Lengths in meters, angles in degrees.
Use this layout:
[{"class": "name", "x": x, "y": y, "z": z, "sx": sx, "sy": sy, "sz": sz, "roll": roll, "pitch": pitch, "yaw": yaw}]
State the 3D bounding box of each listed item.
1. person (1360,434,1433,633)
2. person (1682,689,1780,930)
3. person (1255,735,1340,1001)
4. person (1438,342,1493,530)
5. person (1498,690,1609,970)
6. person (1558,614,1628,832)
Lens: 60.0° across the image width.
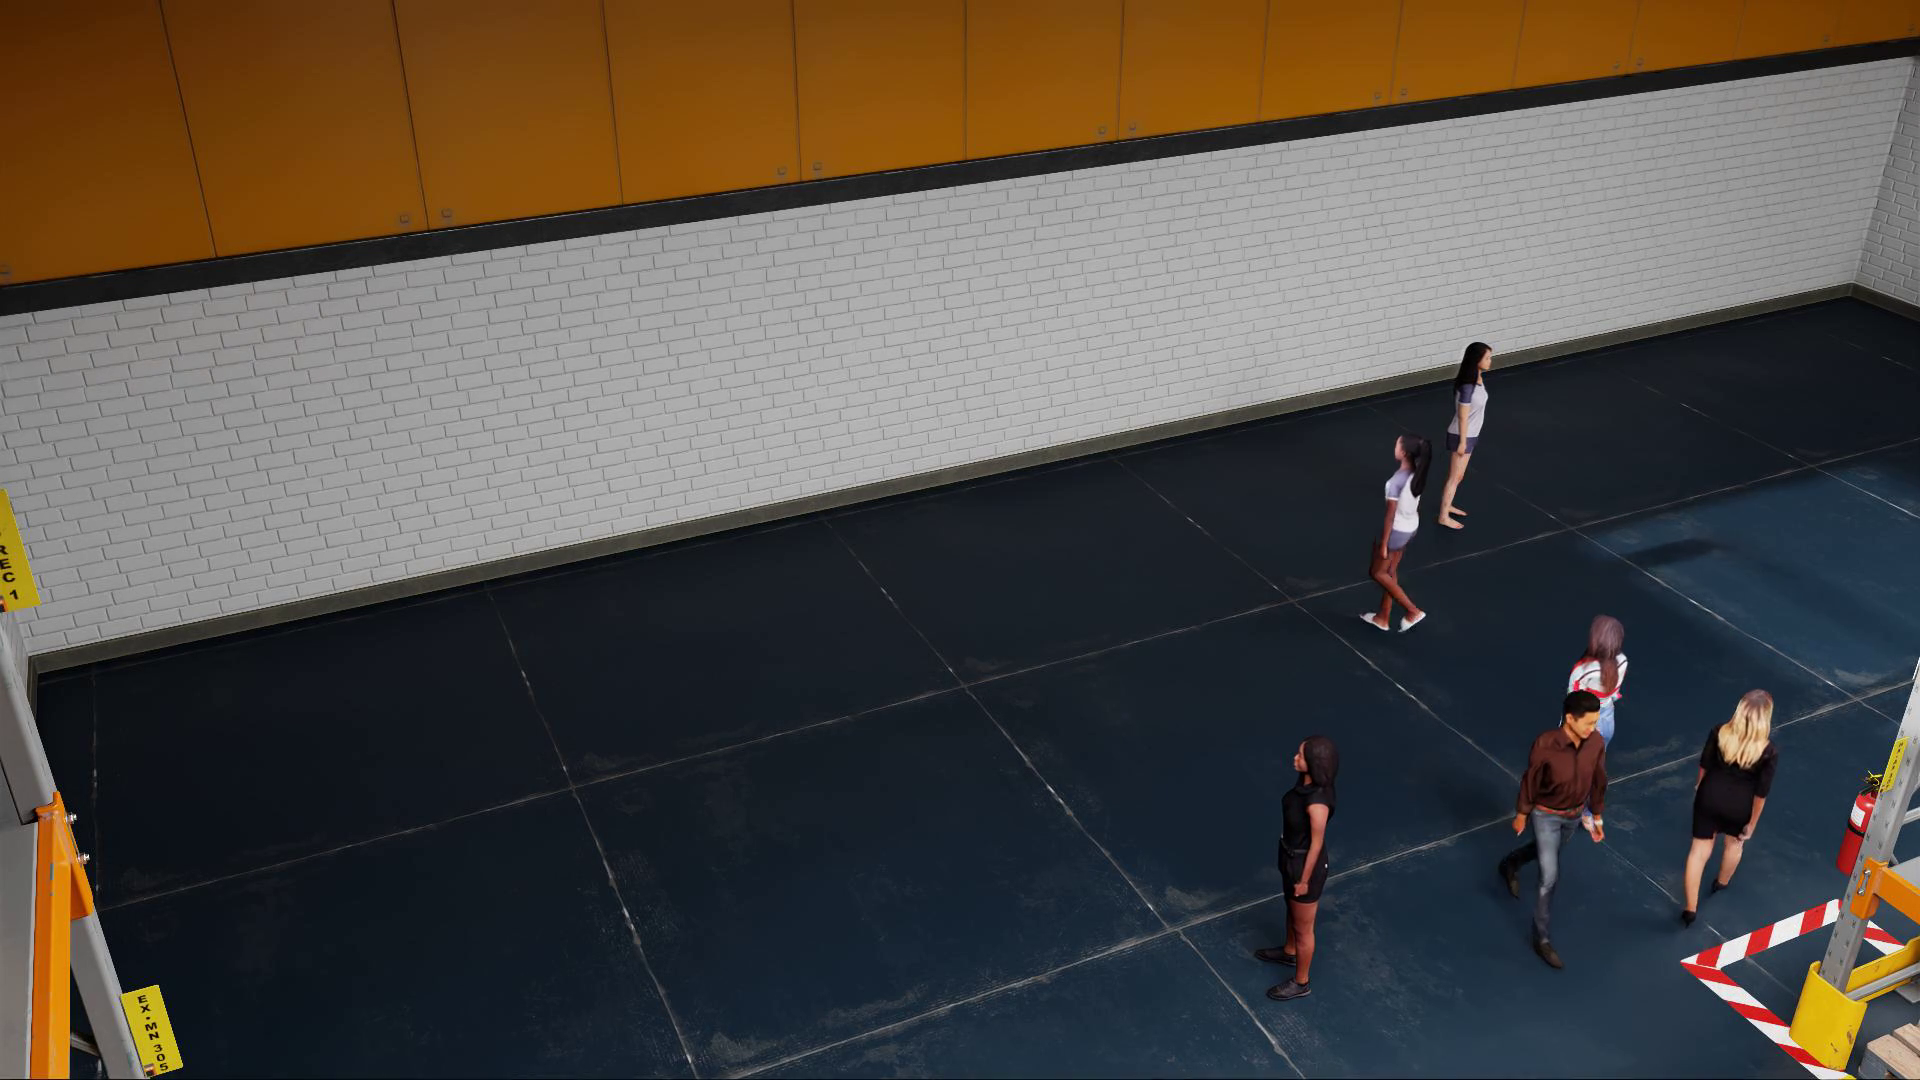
[{"class": "person", "x": 3.454, "y": -0.005, "z": 12.897, "sx": 0.905, "sy": 1.709, "sz": 0.791, "roll": 23, "pitch": 36, "yaw": 36}, {"class": "person", "x": 4.534, "y": 1.645, "z": 9.925, "sx": 0.871, "sy": 1.657, "sz": 0.864, "roll": 18, "pitch": 34, "yaw": 30}, {"class": "person", "x": 1.950, "y": 1.843, "z": 9.476, "sx": 0.722, "sy": 1.741, "sz": 0.587, "roll": -1, "pitch": 29, "yaw": -2}, {"class": "person", "x": 4.439, "y": -0.948, "z": 14.628, "sx": 0.716, "sy": 1.705, "sz": 0.669, "roll": 12, "pitch": 31, "yaw": 21}, {"class": "person", "x": 3.511, "y": 1.592, "z": 9.944, "sx": 0.737, "sy": 1.733, "sz": 1.160, "roll": -8, "pitch": 30, "yaw": -14}, {"class": "person", "x": 4.090, "y": 1.196, "z": 10.794, "sx": 0.592, "sy": 1.614, "sz": 0.509, "roll": -11, "pitch": 30, "yaw": -19}]
